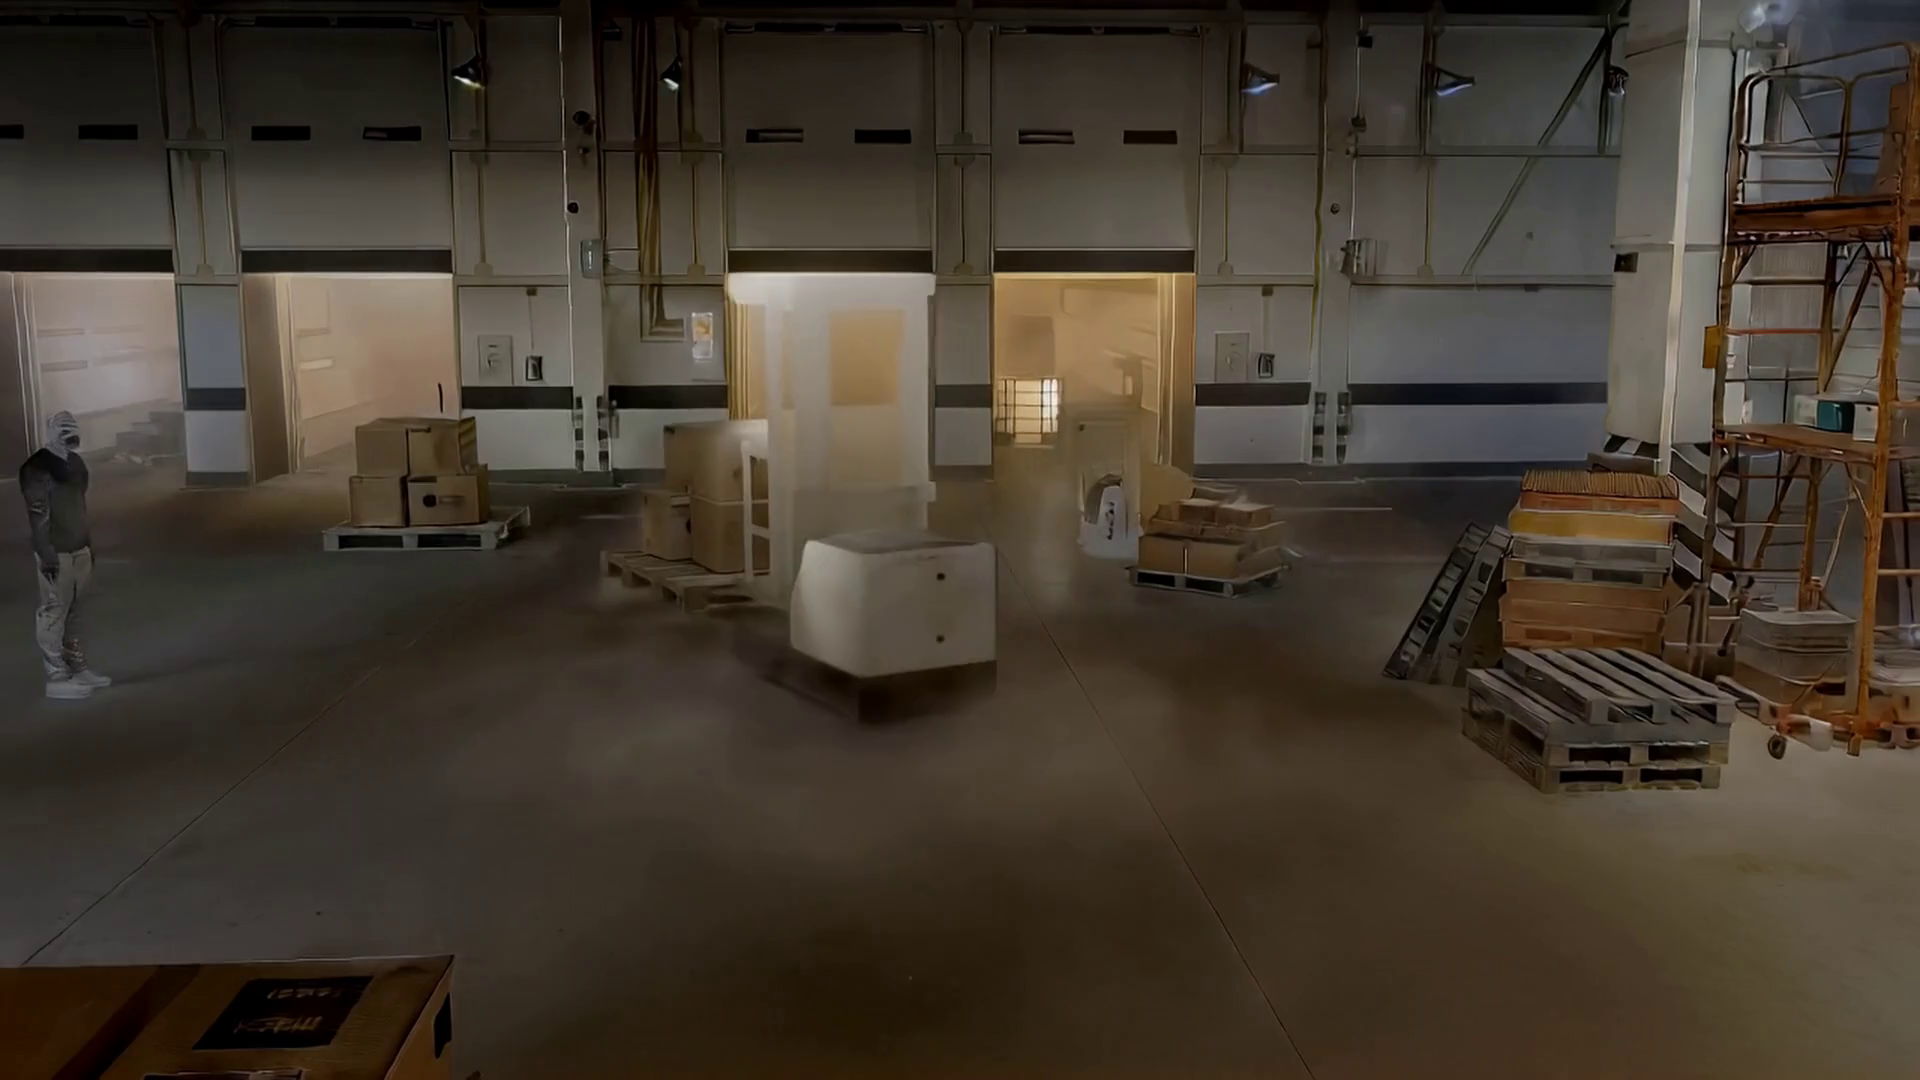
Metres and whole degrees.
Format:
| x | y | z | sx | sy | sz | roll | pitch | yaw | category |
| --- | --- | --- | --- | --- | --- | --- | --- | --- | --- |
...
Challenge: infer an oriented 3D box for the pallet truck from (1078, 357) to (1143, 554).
| x | y | z | sx | sy | sz | roll | pitch | yaw | category |
| --- | --- | --- | --- | --- | --- | --- | --- | --- | --- |
| 2.088 | -0.836 | 16.757 | 1.885 | 1.965 | 0.823 | 2 | 9 | 13 | pallet truck |

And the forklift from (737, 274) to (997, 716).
| x | y | z | sx | sy | sz | roll | pitch | yaw | category |
| --- | --- | --- | --- | --- | --- | --- | --- | --- | --- |
| -0.643 | -0.392 | 11.209 | 1.129 | 2.768 | 1.873 | -5 | 10 | -30 | forklift |

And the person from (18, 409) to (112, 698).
| x | y | z | sx | sy | sz | roll | pitch | yaw | category |
| --- | --- | --- | --- | --- | --- | --- | --- | --- | --- |
| -6.018 | 0.085 | 11.182 | 0.372 | 1.934 | 0.627 | 0 | 9 | -2 | person |
